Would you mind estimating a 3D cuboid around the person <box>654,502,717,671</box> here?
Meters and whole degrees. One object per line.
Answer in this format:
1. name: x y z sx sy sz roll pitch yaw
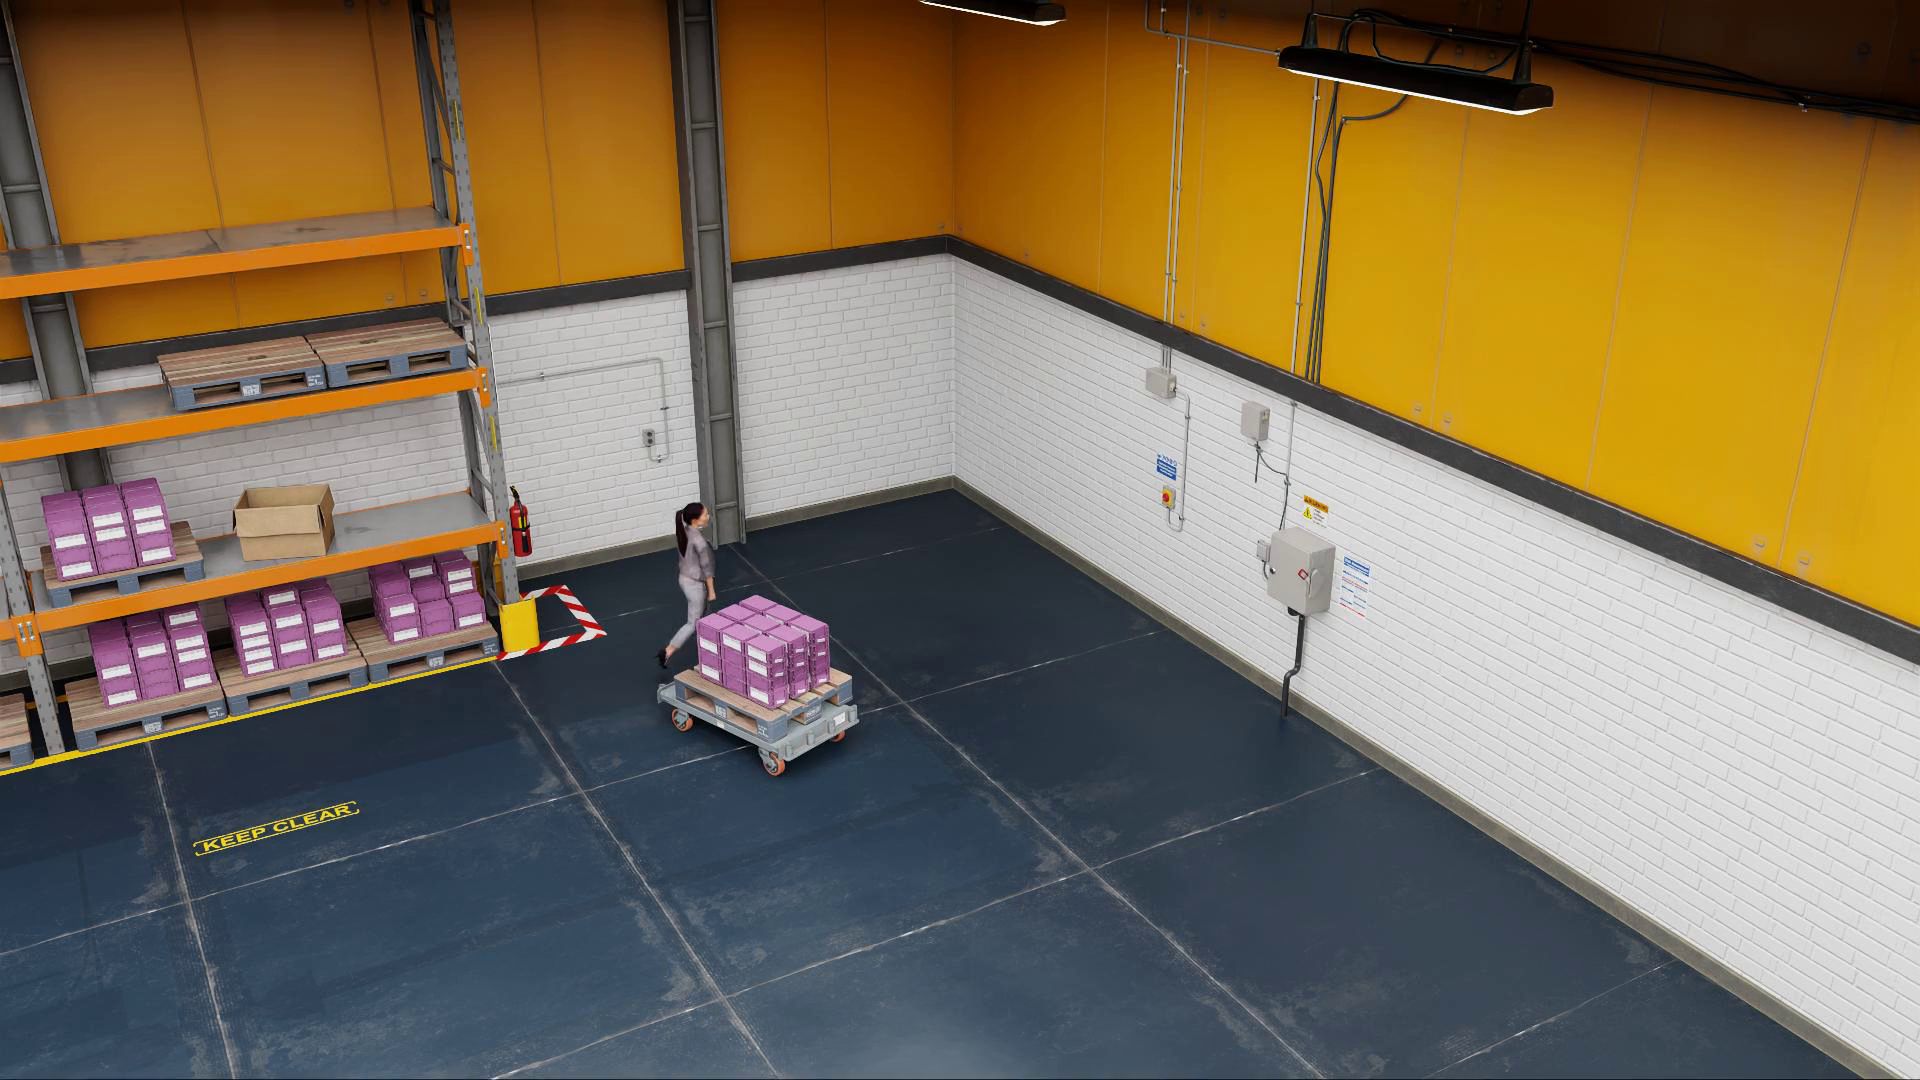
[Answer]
1. person: -2.501 0.464 15.270 1.038 1.648 0.686 -17 29 -34
